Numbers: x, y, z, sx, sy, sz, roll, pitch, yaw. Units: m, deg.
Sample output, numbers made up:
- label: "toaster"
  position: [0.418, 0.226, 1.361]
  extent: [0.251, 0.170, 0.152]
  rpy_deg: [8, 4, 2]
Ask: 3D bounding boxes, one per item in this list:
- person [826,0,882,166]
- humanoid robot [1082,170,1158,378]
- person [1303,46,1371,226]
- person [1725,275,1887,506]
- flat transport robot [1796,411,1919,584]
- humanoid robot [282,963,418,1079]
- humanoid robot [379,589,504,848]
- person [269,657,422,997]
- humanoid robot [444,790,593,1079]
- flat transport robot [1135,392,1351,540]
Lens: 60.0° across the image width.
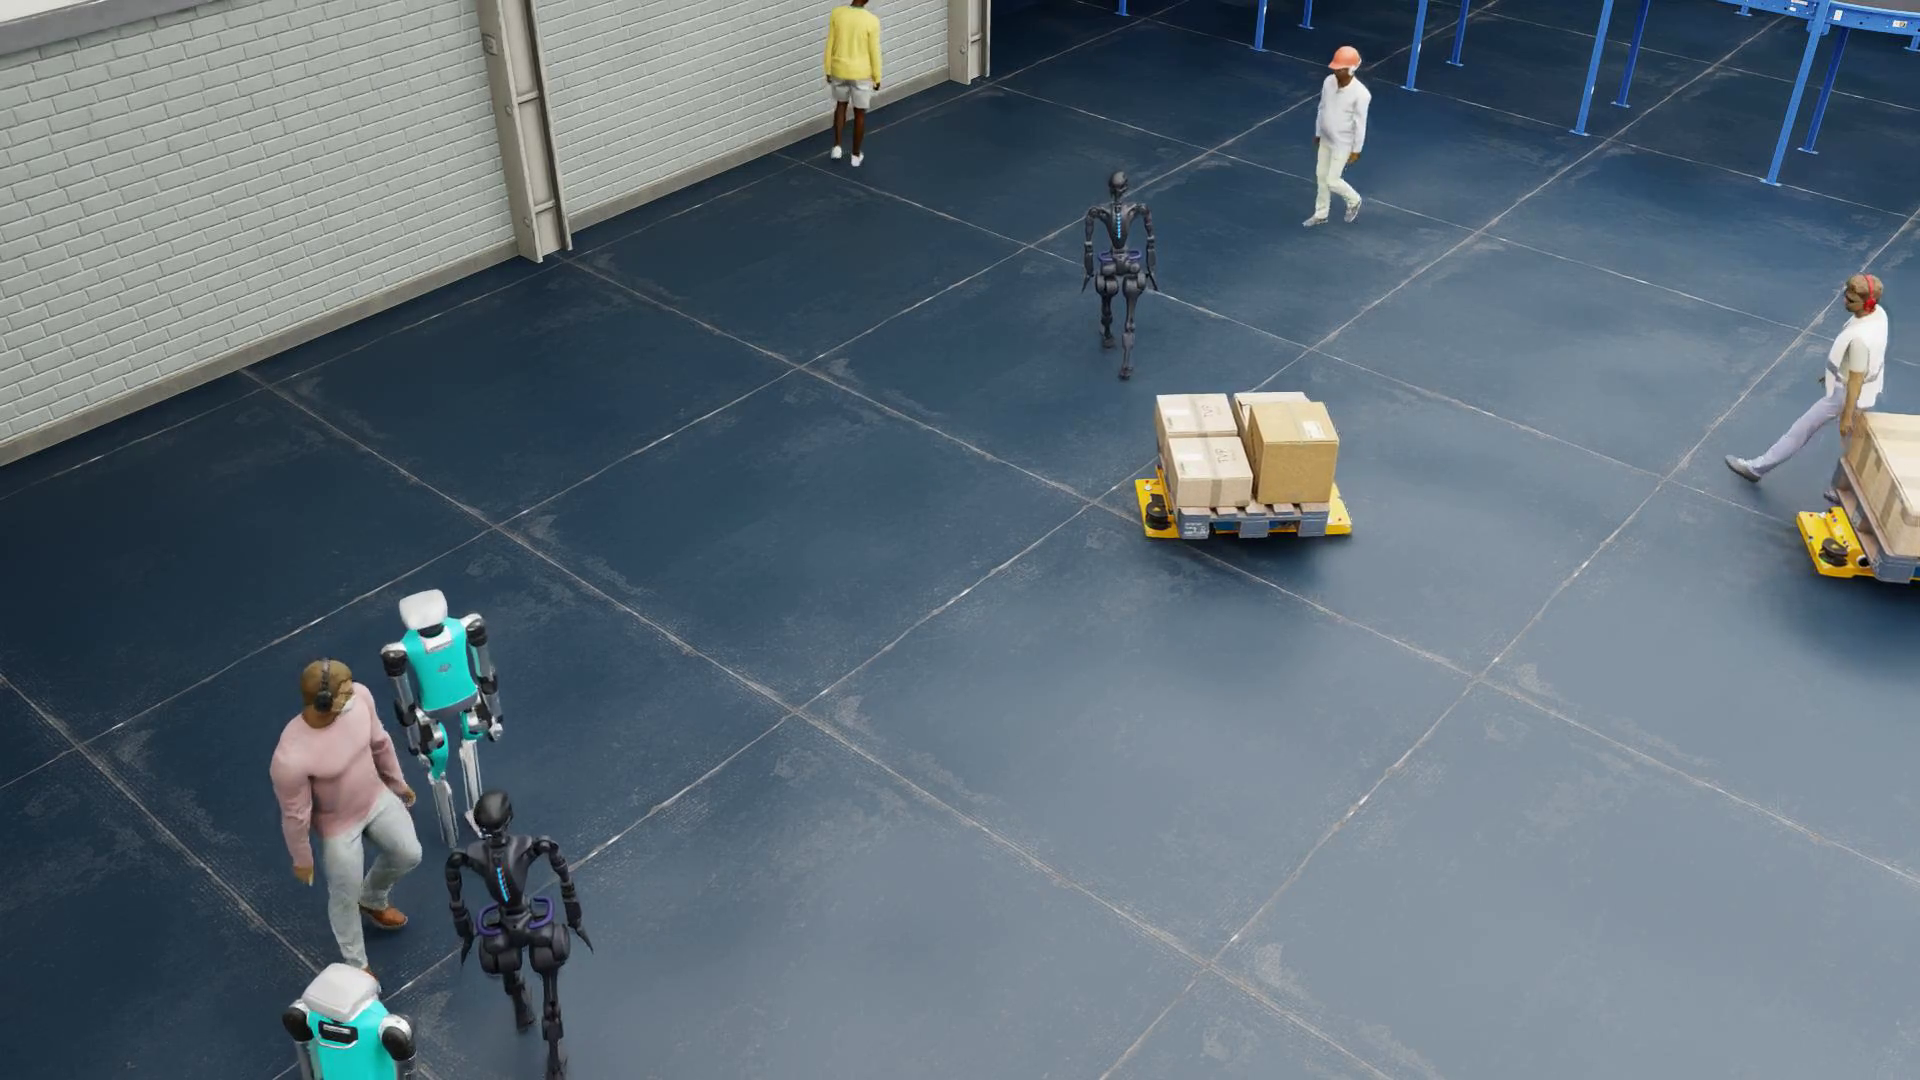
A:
- label: "person"
  position: [-1.057, -4.609, 16.484]
  extent: [0.579, 1.878, 0.413]
  rpy_deg: [10, 37, 14]
- label: "humanoid robot"
  position: [1.280, -2.164, 13.245]
  extent: [0.608, 1.616, 0.779]
  rpy_deg: [0, 35, -1]
- label: "person"
  position: [3.502, -3.703, 15.322]
  extent: [0.449, 1.737, 0.566]
  rpy_deg: [-17, 39, -22]
- label: "person"
  position: [6.052, -1.046, 11.550]
  extent: [0.993, 1.775, 0.606]
  rpy_deg: [25, 42, 31]
- label: "flat transport robot"
  position: [6.541, 0.046, 11.323]
  extent: [1.431, 0.231, 0.659]
  rpy_deg: [5, 36, 8]
- label: "humanoid robot"
  position: [-2.404, 2.555, 6.573]
  extent: [0.535, 1.807, 0.790]
  rpy_deg: [8, 36, 11]
- label: "humanoid robot"
  position: [-2.744, 0.948, 8.858]
  extent: [0.542, 1.868, 0.679]
  rpy_deg: [-21, 40, -26]
- label: "person"
  position: [-2.973, 1.349, 8.075]
  extent: [0.440, 1.917, 0.701]
  rpy_deg: [15, 38, 20]
- label: "humanoid robot"
  position: [-2.028, 1.774, 7.699]
  extent: [0.601, 1.631, 0.714]
  rpy_deg: [-7, 36, -9]
- label: "flat transport robot"
  position: [1.992, -0.281, 11.783]
  extent: [1.431, 0.231, 0.659]
  rpy_deg: [-1, 35, -2]
